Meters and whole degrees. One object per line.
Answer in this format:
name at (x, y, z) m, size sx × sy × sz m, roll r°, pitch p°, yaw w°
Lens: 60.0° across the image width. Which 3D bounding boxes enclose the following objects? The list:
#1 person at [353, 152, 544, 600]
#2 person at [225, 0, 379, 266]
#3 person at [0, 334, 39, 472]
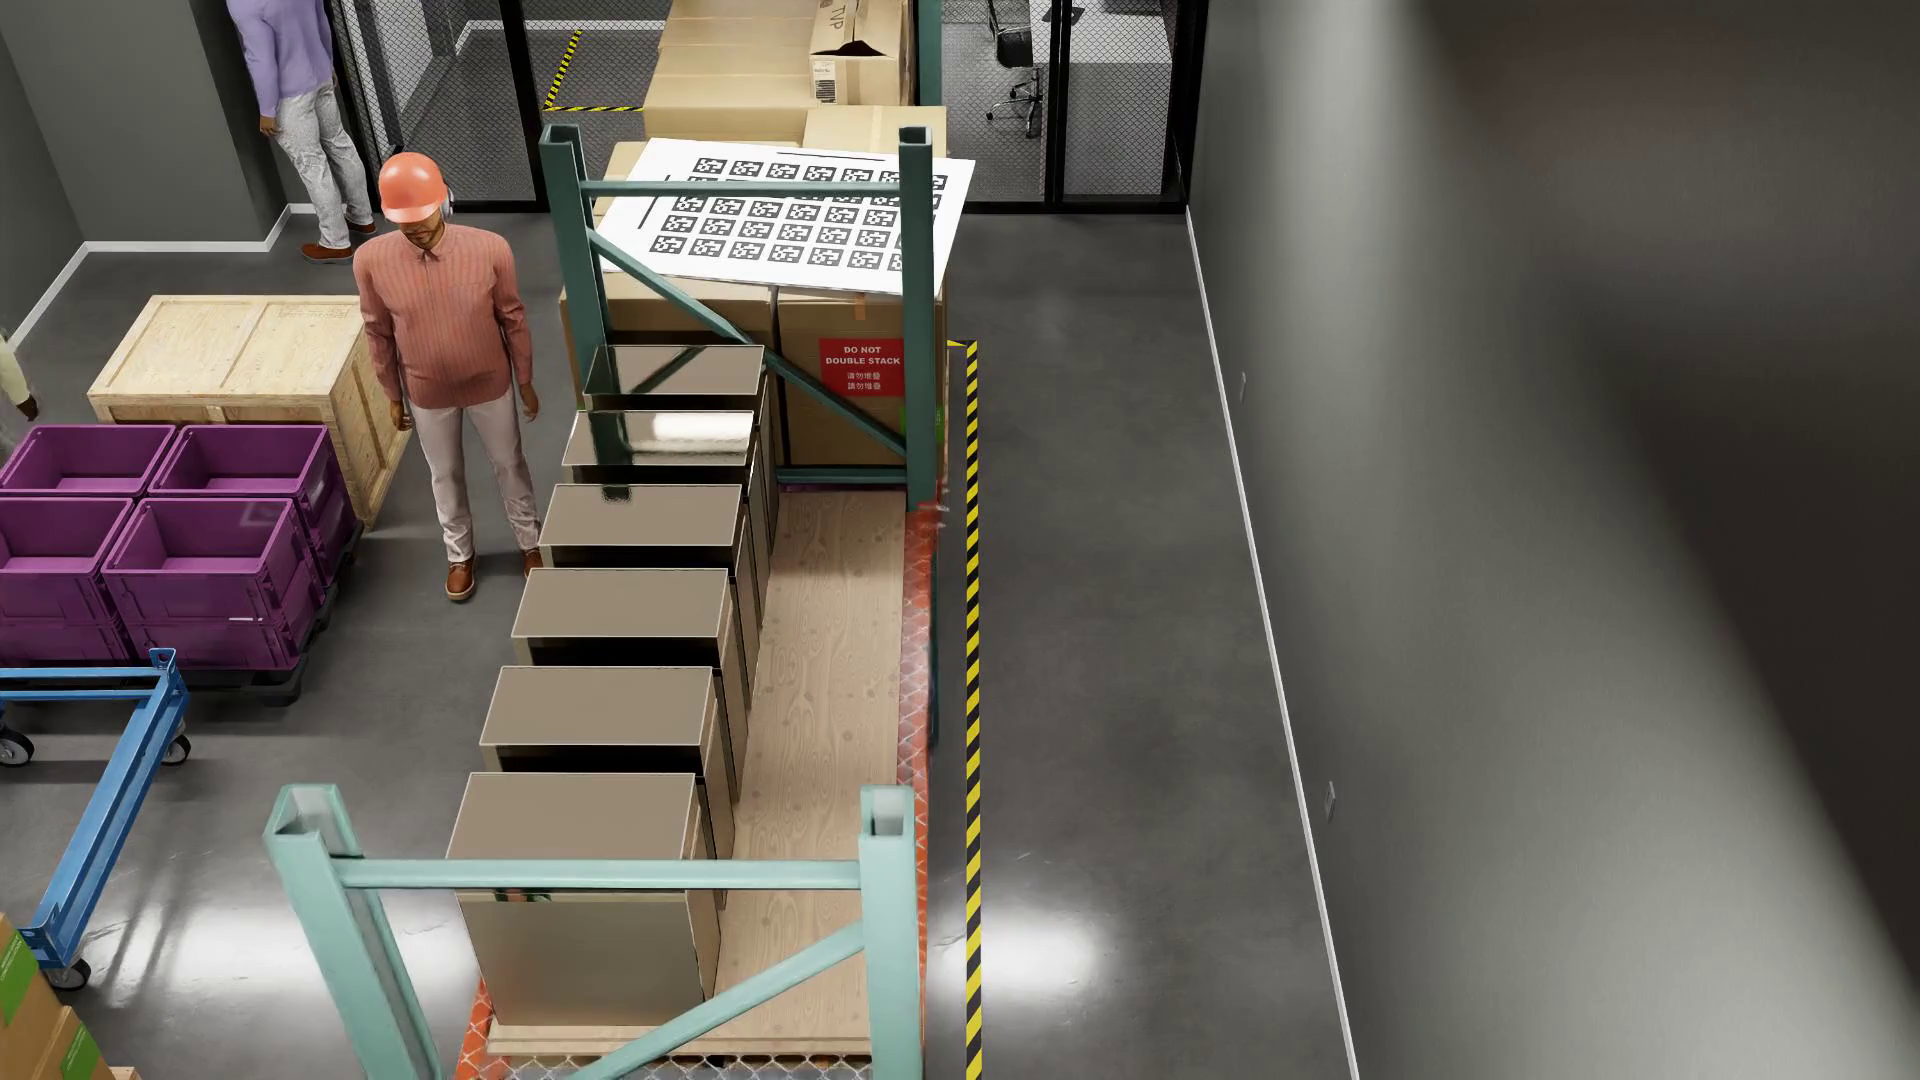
person at (-1.974, -0.619, 6.552) m, size 0.608 × 1.995 × 0.377 m, roll -9°, pitch 42°, yaw -10°
person at (-3.411, -2.337, 8.562) m, size 0.353 × 1.931 × 0.635 m, roll 11°, pitch 42°, yaw 12°
person at (-4.114, -0.548, 6.636) m, size 0.625 × 1.765 × 0.967 m, roll 5°, pitch 41°, yaw 5°
